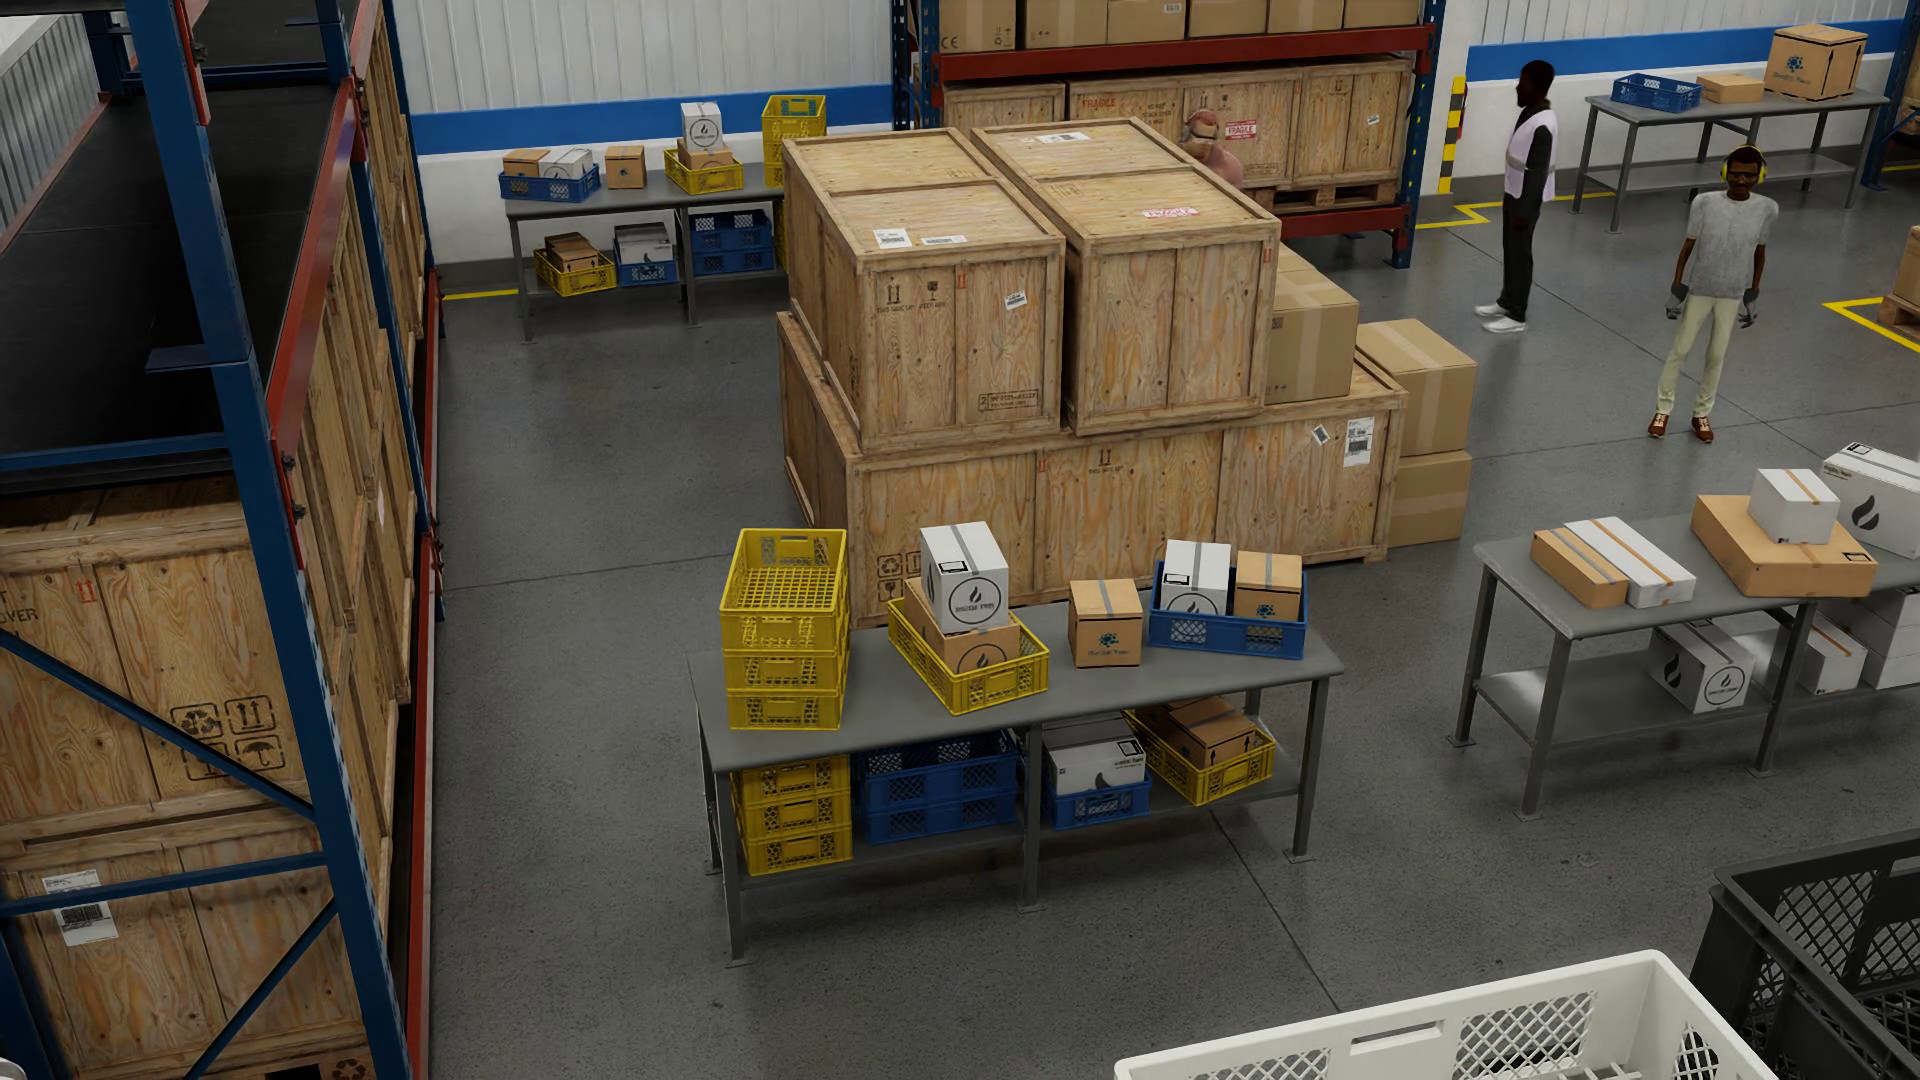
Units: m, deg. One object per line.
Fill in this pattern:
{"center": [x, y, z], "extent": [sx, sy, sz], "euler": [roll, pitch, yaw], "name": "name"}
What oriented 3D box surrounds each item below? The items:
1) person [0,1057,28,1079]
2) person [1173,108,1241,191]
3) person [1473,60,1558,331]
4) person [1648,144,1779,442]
{"center": [-2.253, 1.874, 4.025], "extent": [0.350, 1.884, 0.583], "euler": [-14, 32, -23], "name": "person"}
{"center": [1.456, -1.909, 10.905], "extent": [0.719, 1.881, 0.417], "euler": [7, 30, 12], "name": "person"}
{"center": [4.009, -2.438, 11.820], "extent": [0.376, 1.916, 0.595], "euler": [3, 29, 5], "name": "person"}
{"center": [4.611, -1.495, 10.158], "extent": [0.533, 1.868, 0.310], "euler": [7, 30, 13], "name": "person"}
